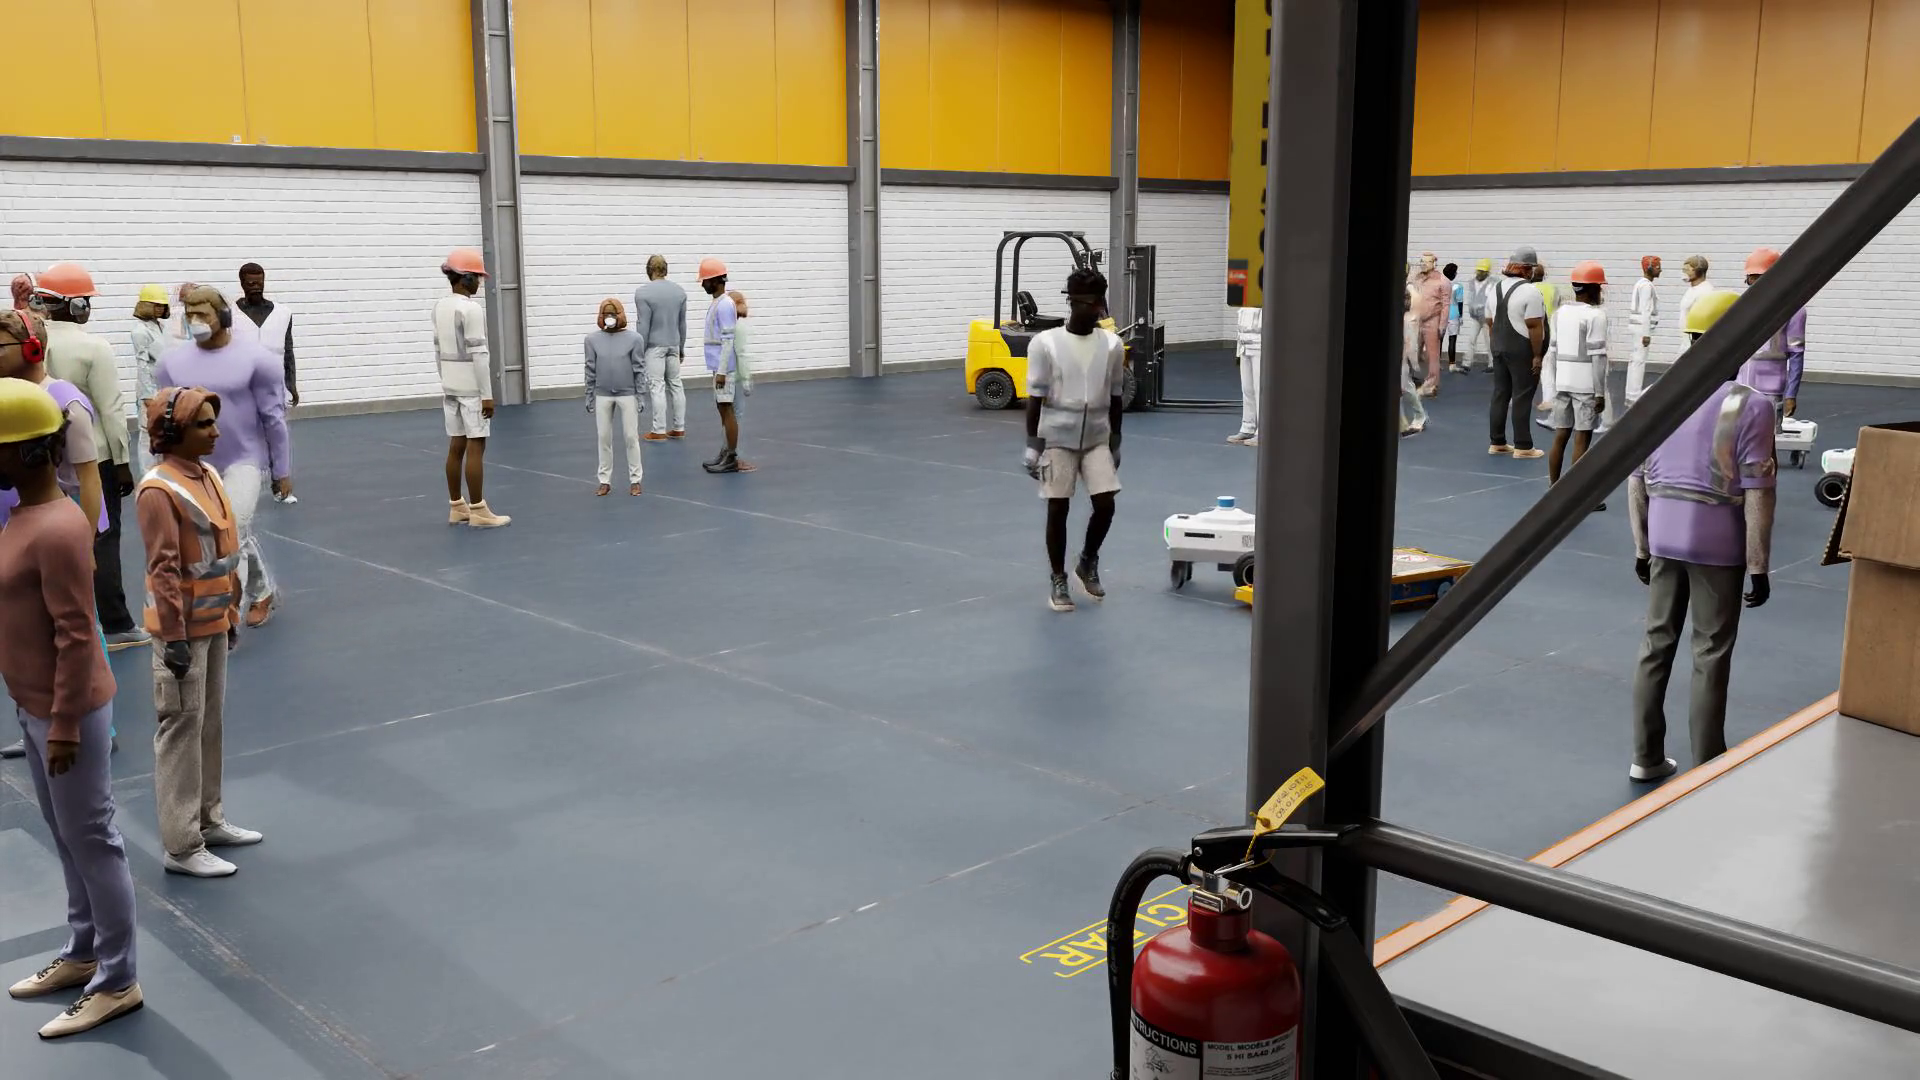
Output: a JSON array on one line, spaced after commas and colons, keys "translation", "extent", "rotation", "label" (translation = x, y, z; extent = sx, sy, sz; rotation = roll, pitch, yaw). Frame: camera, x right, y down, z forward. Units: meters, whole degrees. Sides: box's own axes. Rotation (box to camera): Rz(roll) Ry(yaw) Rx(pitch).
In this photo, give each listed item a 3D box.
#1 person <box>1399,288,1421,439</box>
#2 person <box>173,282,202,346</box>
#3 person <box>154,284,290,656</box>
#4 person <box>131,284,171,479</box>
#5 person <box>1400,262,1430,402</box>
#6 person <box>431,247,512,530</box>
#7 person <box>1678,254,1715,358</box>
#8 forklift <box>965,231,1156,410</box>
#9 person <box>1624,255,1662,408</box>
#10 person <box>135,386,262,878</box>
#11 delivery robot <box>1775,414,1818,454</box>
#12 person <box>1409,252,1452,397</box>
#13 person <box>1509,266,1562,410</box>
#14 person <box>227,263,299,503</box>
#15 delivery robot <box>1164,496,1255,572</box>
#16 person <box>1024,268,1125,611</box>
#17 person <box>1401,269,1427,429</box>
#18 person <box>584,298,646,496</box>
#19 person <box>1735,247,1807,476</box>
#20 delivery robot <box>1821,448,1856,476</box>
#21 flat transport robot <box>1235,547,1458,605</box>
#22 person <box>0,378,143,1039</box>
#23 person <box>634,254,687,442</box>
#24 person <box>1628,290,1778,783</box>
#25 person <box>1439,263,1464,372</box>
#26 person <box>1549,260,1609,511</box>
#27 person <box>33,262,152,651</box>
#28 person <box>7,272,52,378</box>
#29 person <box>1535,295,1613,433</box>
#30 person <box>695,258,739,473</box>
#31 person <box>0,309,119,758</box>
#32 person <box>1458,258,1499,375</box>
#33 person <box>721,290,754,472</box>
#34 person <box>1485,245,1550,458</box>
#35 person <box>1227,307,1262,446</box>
[{"translation": [4.536, -1.802, 17.159], "extent": [0.767, 1.603, 0.507], "rotation": [-3, 11, -18], "label": "person"}, {"translation": [-8.294, -1.946, 17.851], "extent": [0.406, 1.625, 0.554], "rotation": [-8, 13, -36], "label": "person"}, {"translation": [-3.830, -0.389, 8.699], "extent": [0.646, 1.895, 1.014], "rotation": [0, 10, 1], "label": "person"}, {"translation": [-6.490, -1.192, 13.467], "extent": [0.313, 1.740, 0.487], "rotation": [-1, 10, -3], "label": "person"}, {"translation": [5.688, -2.659, 21.235], "extent": [0.497, 1.829, 0.517], "rotation": [-1, 10, -4], "label": "person"}, {"translation": [-3.581, -1.099, 12.133], "extent": [0.605, 2.043, 0.376], "rotation": [10, 14, 43], "label": "person"}, {"translation": [7.438, -1.913, 16.857], "extent": [0.355, 1.936, 0.635], "rotation": [2, 11, 10], "label": "person"}, {"translation": [1.222, -2.721, 20.561], "extent": [2.313, 2.155, 1.214], "rotation": [2, 11, 13], "label": "forklift"}, {"translation": [8.476, -2.575, 20.622], "extent": [0.349, 1.880, 0.577], "rotation": [3, 11, 15], "label": "person"}, {"translation": [-2.576, 0.301, 5.600], "extent": [0.311, 1.638, 0.523], "rotation": [-1, 10, -6], "label": "person"}, {"translation": [7.507, -0.991, 15.347], "extent": [0.707, 0.478, 0.477], "rotation": [4, 11, 20], "label": "delivery robot"}, {"translation": [6.171, -2.861, 22.100], "extent": [0.641, 1.913, 0.407], "rotation": [10, 14, 43], "label": "person"}, {"translation": [7.084, -2.507, 20.523], "extent": [0.626, 1.795, 0.979], "rotation": [-1, 10, -5], "label": "person"}, {"translation": [-5.562, -1.228, 13.180], "extent": [0.596, 1.917, 0.384], "rotation": [-8, 13, -37], "label": "person"}, {"translation": [1.599, -0.020, 10.052], "extent": [0.707, 0.478, 0.477], "rotation": [4, 11, 19], "label": "delivery robot"}, {"translation": [0.647, -0.564, 9.476], "extent": [0.644, 1.952, 0.415], "rotation": [-3, 11, -14], "label": "person"}, {"translation": [4.715, -2.096, 17.975], "extent": [0.864, 1.898, 0.598], "rotation": [-6, 12, -32], "label": "person"}, {"translation": [-2.826, -1.169, 13.655], "extent": [0.502, 1.627, 0.277], "rotation": [0, 10, 0], "label": "person"}, {"translation": [5.846, -1.119, 12.246], "extent": [0.386, 2.039, 0.616], "rotation": [-9, 14, -41], "label": "person"}, {"translation": [7.183, -0.573, 13.066], "extent": [0.707, 0.478, 0.477], "rotation": [8, 13, 36], "label": "delivery robot"}, {"translation": [2.363, 0.236, 9.684], "extent": [1.431, 0.197, 0.652], "rotation": [-6, 12, -32], "label": "flat transport robot"}, {"translation": [-2.451, 0.445, 4.477], "extent": [0.315, 1.766, 0.523], "rotation": [-9, 13, -39], "label": "person"}, {"translation": [-3.094, -1.980, 17.216], "extent": [0.362, 1.938, 0.631], "rotation": [9, 14, 42], "label": "person"}, {"translation": [2.815, 0.022, 6.332], "extent": [0.362, 1.928, 0.587], "rotation": [-7, 12, -32], "label": "person"}, {"translation": [7.647, -3.479, 26.052], "extent": [0.321, 1.697, 0.529], "rotation": [-10, 14, -43], "label": "person"}, {"translation": [4.818, -1.192, 12.923], "extent": [0.356, 1.938, 0.543], "rotation": [-4, 11, -22], "label": "person"}, {"translation": [-4.515, -0.417, 8.544], "extent": [0.609, 1.995, 0.378], "rotation": [3, 11, 14], "label": "person"}, {"translation": [-5.602, -0.674, 10.182], "extent": [0.643, 1.910, 0.400], "rotation": [8, 13, 36], "label": "person"}, {"translation": [6.683, -1.931, 17.865], "extent": [0.853, 1.586, 0.539], "rotation": [0, 10, -3], "label": "person"}, {"translation": [-2.175, -1.564, 14.981], "extent": [0.374, 1.927, 0.542], "rotation": [-2, 11, -12], "label": "person"}, {"translation": [-3.668, -0.007, 6.714], "extent": [0.569, 1.843, 0.373], "rotation": [6, 12, 28], "label": "person"}, {"translation": [7.958, -3.403, 25.393], "extent": [0.910, 1.775, 0.617], "rotation": [-8, 13, -39], "label": "person"}, {"translation": [-2.072, -1.449, 15.133], "extent": [0.294, 1.627, 0.595], "rotation": [-5, 11, -24], "label": "person"}, {"translation": [5.411, -1.816, 16.048], "extent": [0.538, 2.000, 0.683], "rotation": [-4, 11, -23], "label": "person"}, {"translation": [2.994, -1.902, 16.944], "extent": [0.343, 1.882, 0.585], "rotation": [-4, 11, -23], "label": "person"}]
